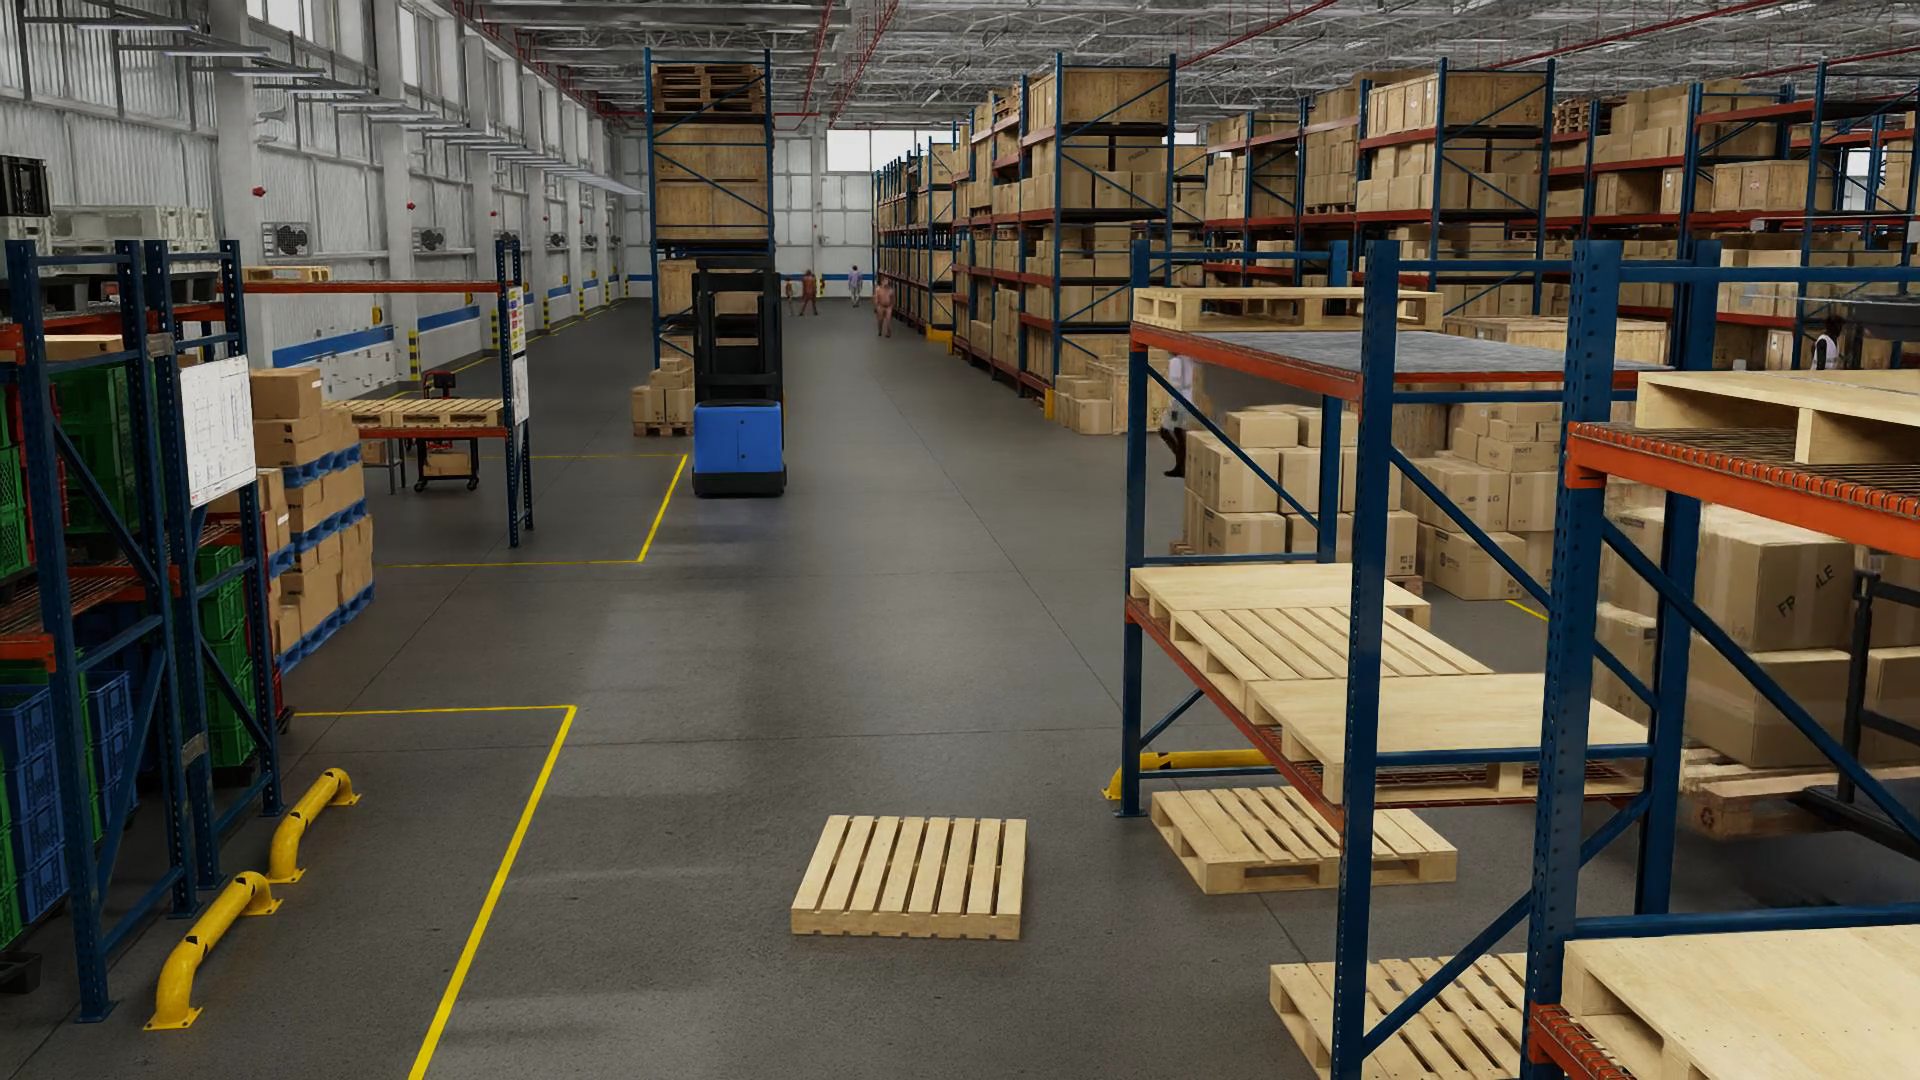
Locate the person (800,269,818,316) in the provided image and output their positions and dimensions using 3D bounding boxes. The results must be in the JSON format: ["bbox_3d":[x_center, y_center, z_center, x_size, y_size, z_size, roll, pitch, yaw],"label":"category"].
[{"bbox_3d":[-6.089,-9.943,66.885,0.672,1.867,0.910,3,11,18],"label":"person"}]

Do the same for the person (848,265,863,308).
[{"bbox_3d":[-4.728,-11.471,75.201,0.660,1.898,0.927,0,10,-1],"label":"person"}]

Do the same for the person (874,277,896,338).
[{"bbox_3d":[-2.323,-7.229,51.736,0.678,1.889,0.435,-2,10,-13],"label":"person"}]

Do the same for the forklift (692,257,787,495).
[{"bbox_3d":[-2.703,-2.040,20.237,1.129,2.768,1.873,-1,10,-6],"label":"forklift"}]

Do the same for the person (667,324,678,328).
[{"bbox_3d":[-7.482,-5.703,43.813,0.534,1.697,0.318,-8,13,-37],"label":"person"}]

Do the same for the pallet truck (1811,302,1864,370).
[{"bbox_3d":[15.846,-3.142,28.793,1.885,1.965,0.823,2,10,12],"label":"pallet truck"}]

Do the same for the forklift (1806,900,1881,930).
[{"bbox_3d":[4.453,0.482,6.261,1.129,2.768,1.873,-2,11,-13],"label":"forklift"}]

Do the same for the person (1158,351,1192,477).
[{"bbox_3d":[2.758,-1.746,21.252,0.399,1.920,0.560,6,12,28],"label":"person"}]

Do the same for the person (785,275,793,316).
[{"bbox_3d":[-6.885,-9.838,66.939,0.322,1.628,0.527,0,10,-3],"label":"person"}]

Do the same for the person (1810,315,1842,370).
[{"bbox_3d":[13.129,-2.459,25.259,0.398,1.911,0.587,10,14,43],"label":"person"}]

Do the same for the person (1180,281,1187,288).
[{"bbox_3d":[6.715,-6.776,49.404,0.543,1.826,0.570,0,10,-2],"label":"person"}]
